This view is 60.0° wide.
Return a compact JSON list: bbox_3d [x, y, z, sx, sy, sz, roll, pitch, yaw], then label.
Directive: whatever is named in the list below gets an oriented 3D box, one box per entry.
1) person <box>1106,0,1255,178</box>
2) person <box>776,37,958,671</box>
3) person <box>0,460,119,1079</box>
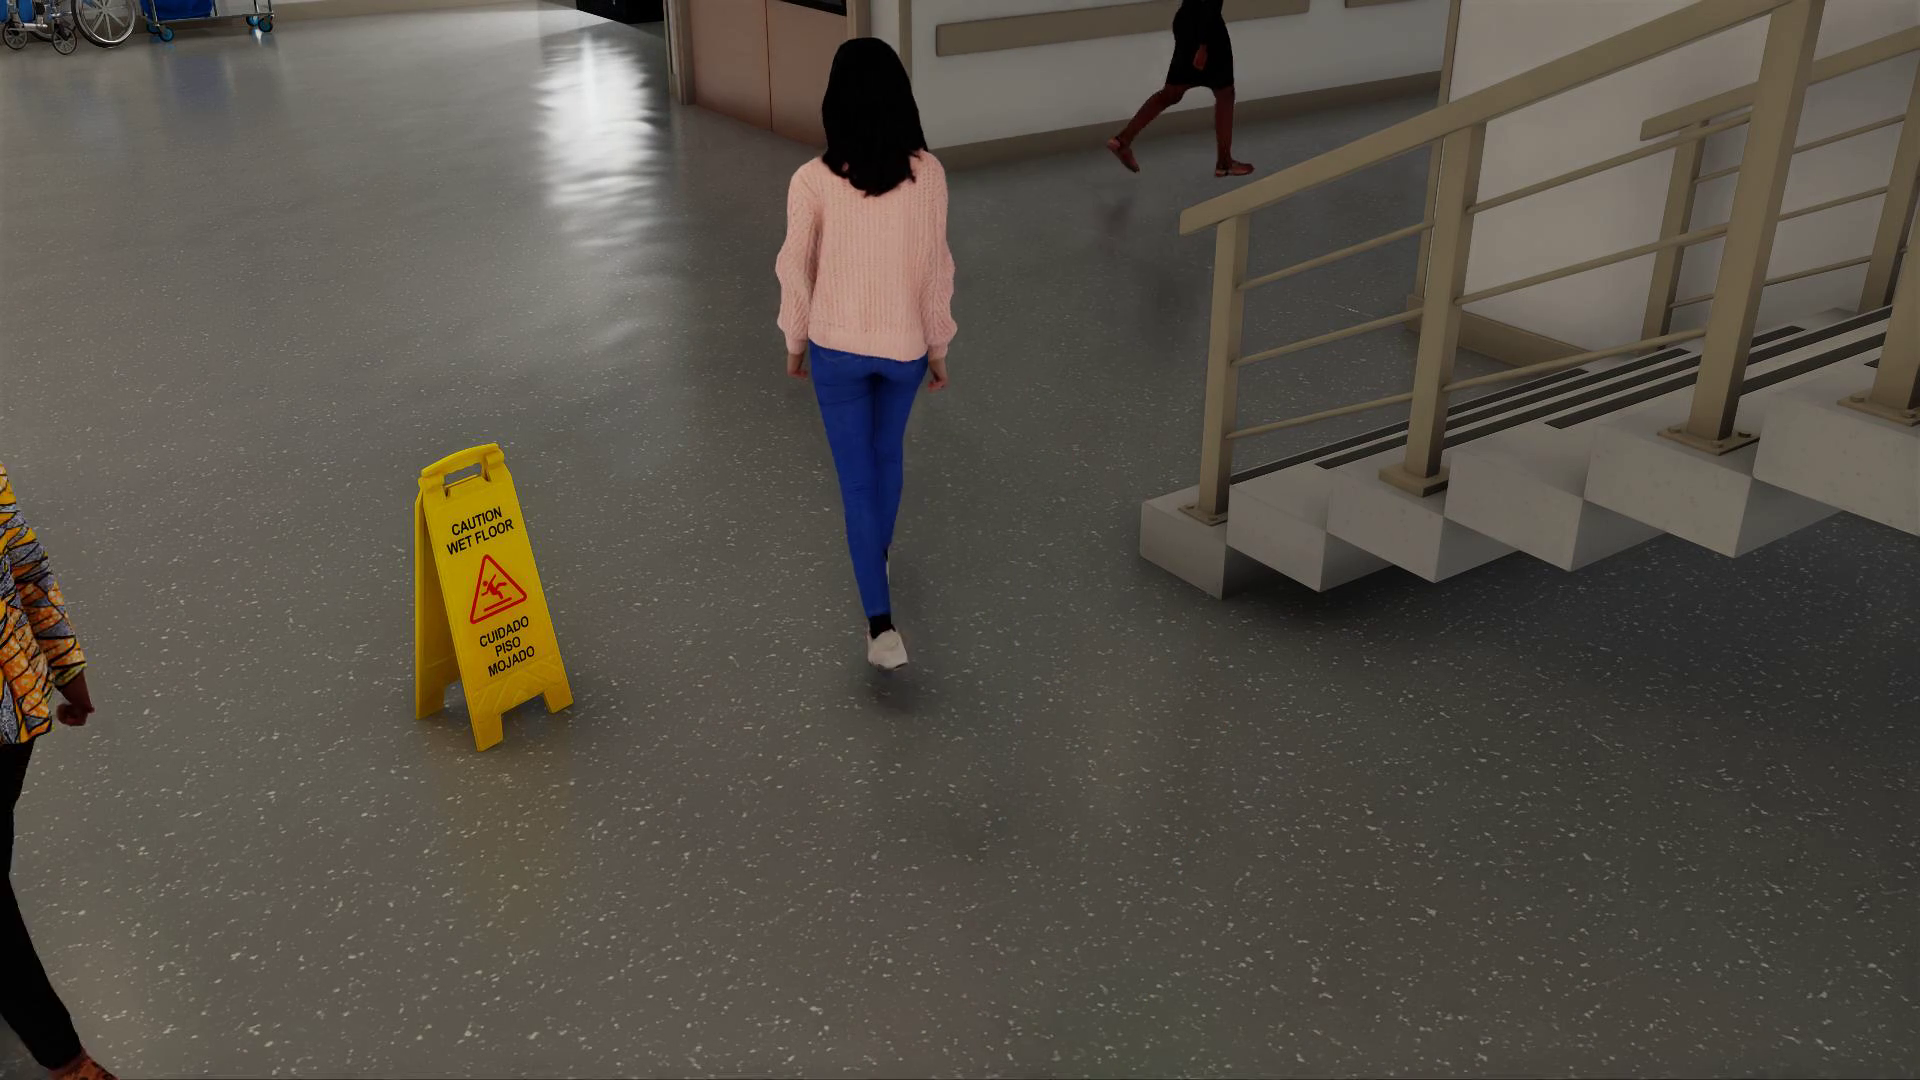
[{"bbox_3d":[1.333,-2.964,9.883,1.003,1.688,1.184,-5,26,-10],"label":"person"},{"bbox_3d":[-0.244,-0.461,4.645,0.956,1.729,1.232,-5,26,-10],"label":"person"},{"bbox_3d":[-1.987,0.313,3.178,1.117,1.610,0.898,17,31,32],"label":"person"}]
